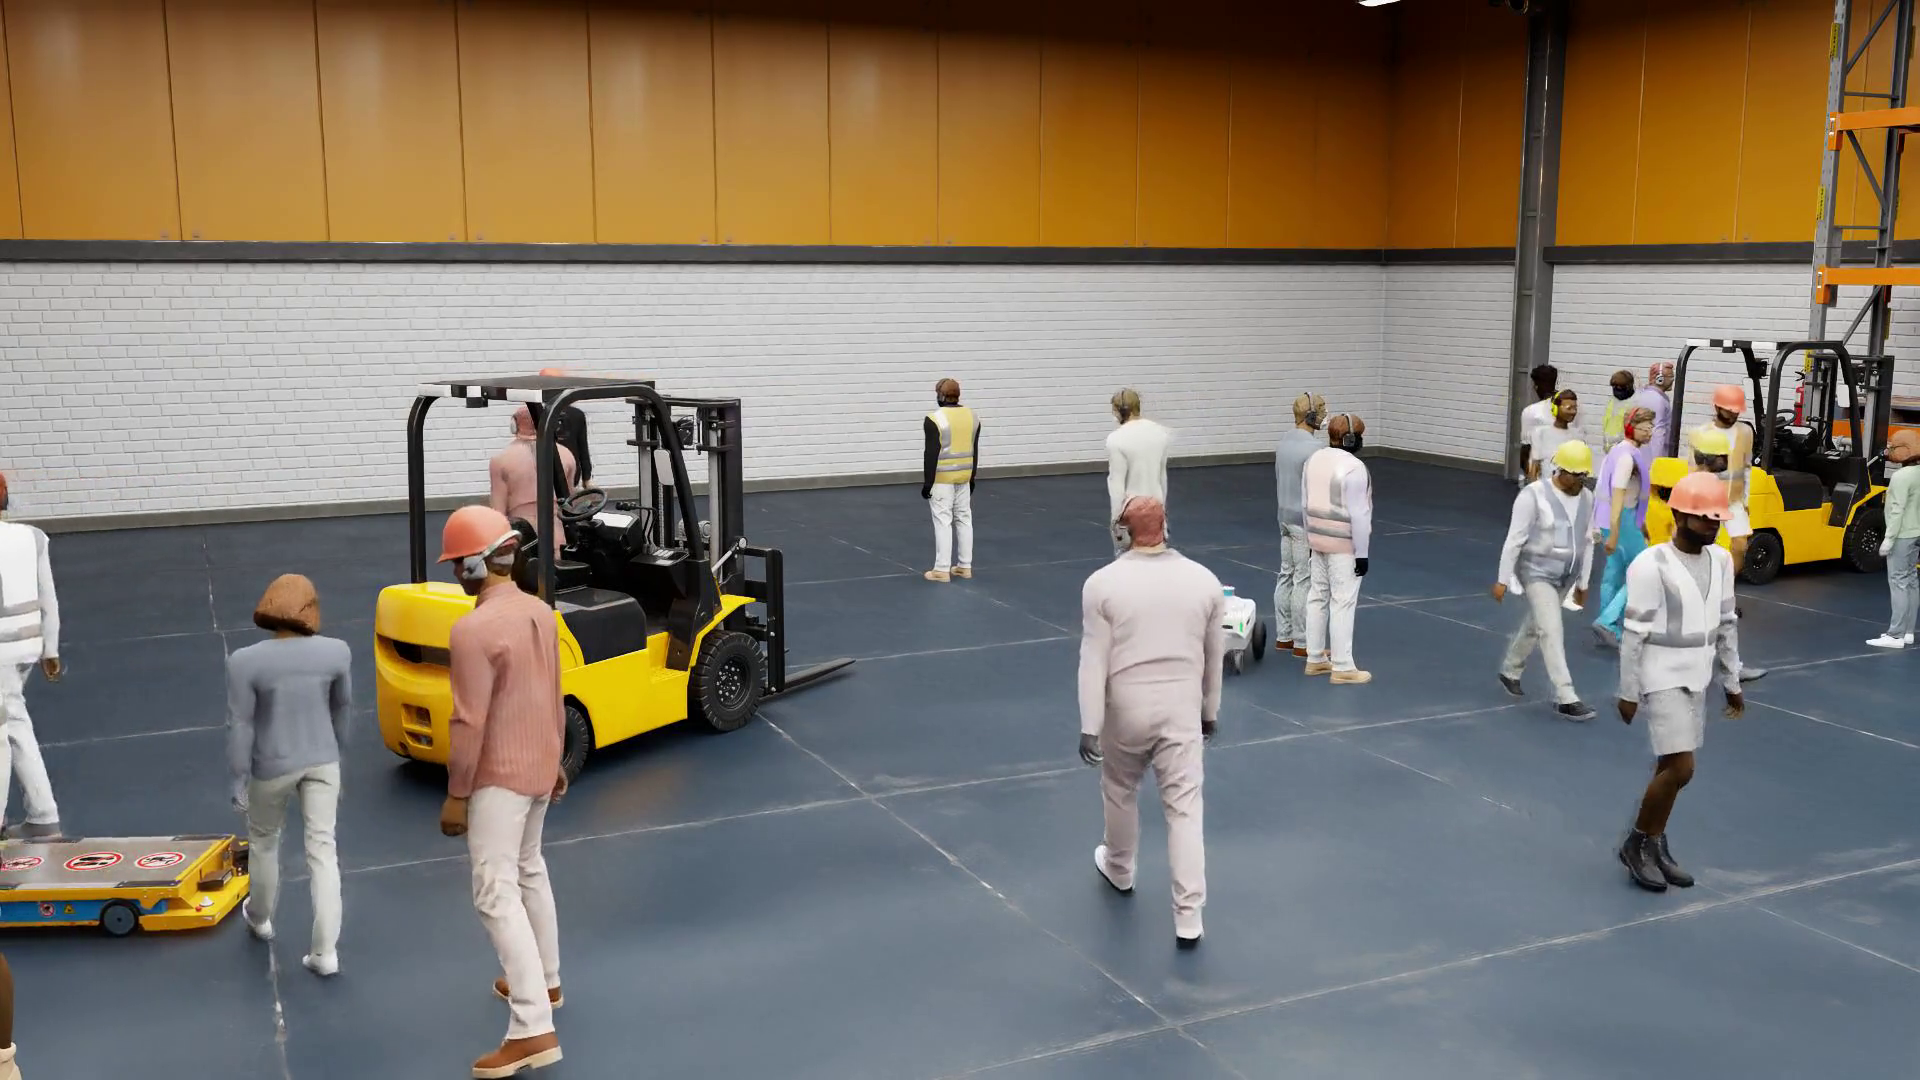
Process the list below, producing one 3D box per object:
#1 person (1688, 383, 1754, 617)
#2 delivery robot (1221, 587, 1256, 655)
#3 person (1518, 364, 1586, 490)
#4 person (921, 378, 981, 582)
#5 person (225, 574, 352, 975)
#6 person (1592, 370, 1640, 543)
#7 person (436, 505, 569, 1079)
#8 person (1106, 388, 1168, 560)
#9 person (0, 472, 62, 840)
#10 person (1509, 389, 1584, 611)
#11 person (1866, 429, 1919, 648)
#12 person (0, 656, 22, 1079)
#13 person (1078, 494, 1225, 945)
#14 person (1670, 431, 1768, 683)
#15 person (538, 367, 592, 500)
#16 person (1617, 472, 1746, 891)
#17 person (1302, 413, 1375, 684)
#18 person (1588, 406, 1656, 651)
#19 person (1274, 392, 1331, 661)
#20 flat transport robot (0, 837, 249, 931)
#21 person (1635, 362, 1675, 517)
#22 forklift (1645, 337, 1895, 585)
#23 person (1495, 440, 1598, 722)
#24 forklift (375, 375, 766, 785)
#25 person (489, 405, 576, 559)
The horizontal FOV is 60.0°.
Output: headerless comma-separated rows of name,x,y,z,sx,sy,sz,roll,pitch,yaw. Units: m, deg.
person,6.145,-0.311,13.410,0.589,1.908,0.551,-1,9,-6
delivery robot,1.896,0.575,11.821,0.477,0.478,0.707,3,10,17
person,5.497,-0.660,15.471,0.651,1.944,0.418,-1,9,-8
person,-0.107,-0.546,15.089,0.633,1.841,0.429,-8,12,-42
person,-2.724,0.926,6.774,0.521,1.577,0.848,-7,12,-38
person,6.763,-0.841,17.087,0.918,1.781,0.670,-3,10,-17
person,-1.611,0.870,5.966,0.594,1.959,0.848,2,9,11
person,1.447,-0.240,13.023,0.652,1.899,0.825,-7,11,-36
person,-4.792,0.568,8.130,0.839,1.852,0.586,2,9,10
person,4.976,-0.372,14.055,0.522,1.839,0.915,-1,9,-9
person,7.022,-0.010,12.405,0.497,1.634,0.287,-8,12,-40
person,-3.379,0.912,5.417,0.616,2.041,0.373,4,10,23
person,0.803,0.734,7.143,0.673,1.844,0.981,-2,9,-10
person,5.041,0.122,11.295,0.894,1.727,0.538,1,9,8
person,-3.571,-0.563,14.857,0.997,1.961,0.624,9,13,43
person,3.248,0.642,7.493,0.563,1.920,0.464,-5,10,-28
person,2.598,0.052,11.380,0.428,1.842,0.631,-4,10,-23
person,4.913,-0.074,12.219,0.506,1.825,0.536,1,9,5
person,2.487,-0.101,12.027,0.372,1.940,0.631,-2,9,-14
flat transport robot,-3.866,1.498,7.264,1.431,0.197,0.652,-1,9,-3
person,6.935,-0.821,16.597,0.401,1.907,0.648,2,9,11
forklift,7.551,-0.789,15.507,2.313,2.155,1.214,-4,10,-25
person,3.737,0.224,10.608,0.657,1.751,0.964,-4,10,-25
forklift,-2.268,0.149,9.685,1.214,2.155,2.313,6,11,32
person,-3.073,-0.049,12.008,0.631,1.849,1.040,-4,10,-23
